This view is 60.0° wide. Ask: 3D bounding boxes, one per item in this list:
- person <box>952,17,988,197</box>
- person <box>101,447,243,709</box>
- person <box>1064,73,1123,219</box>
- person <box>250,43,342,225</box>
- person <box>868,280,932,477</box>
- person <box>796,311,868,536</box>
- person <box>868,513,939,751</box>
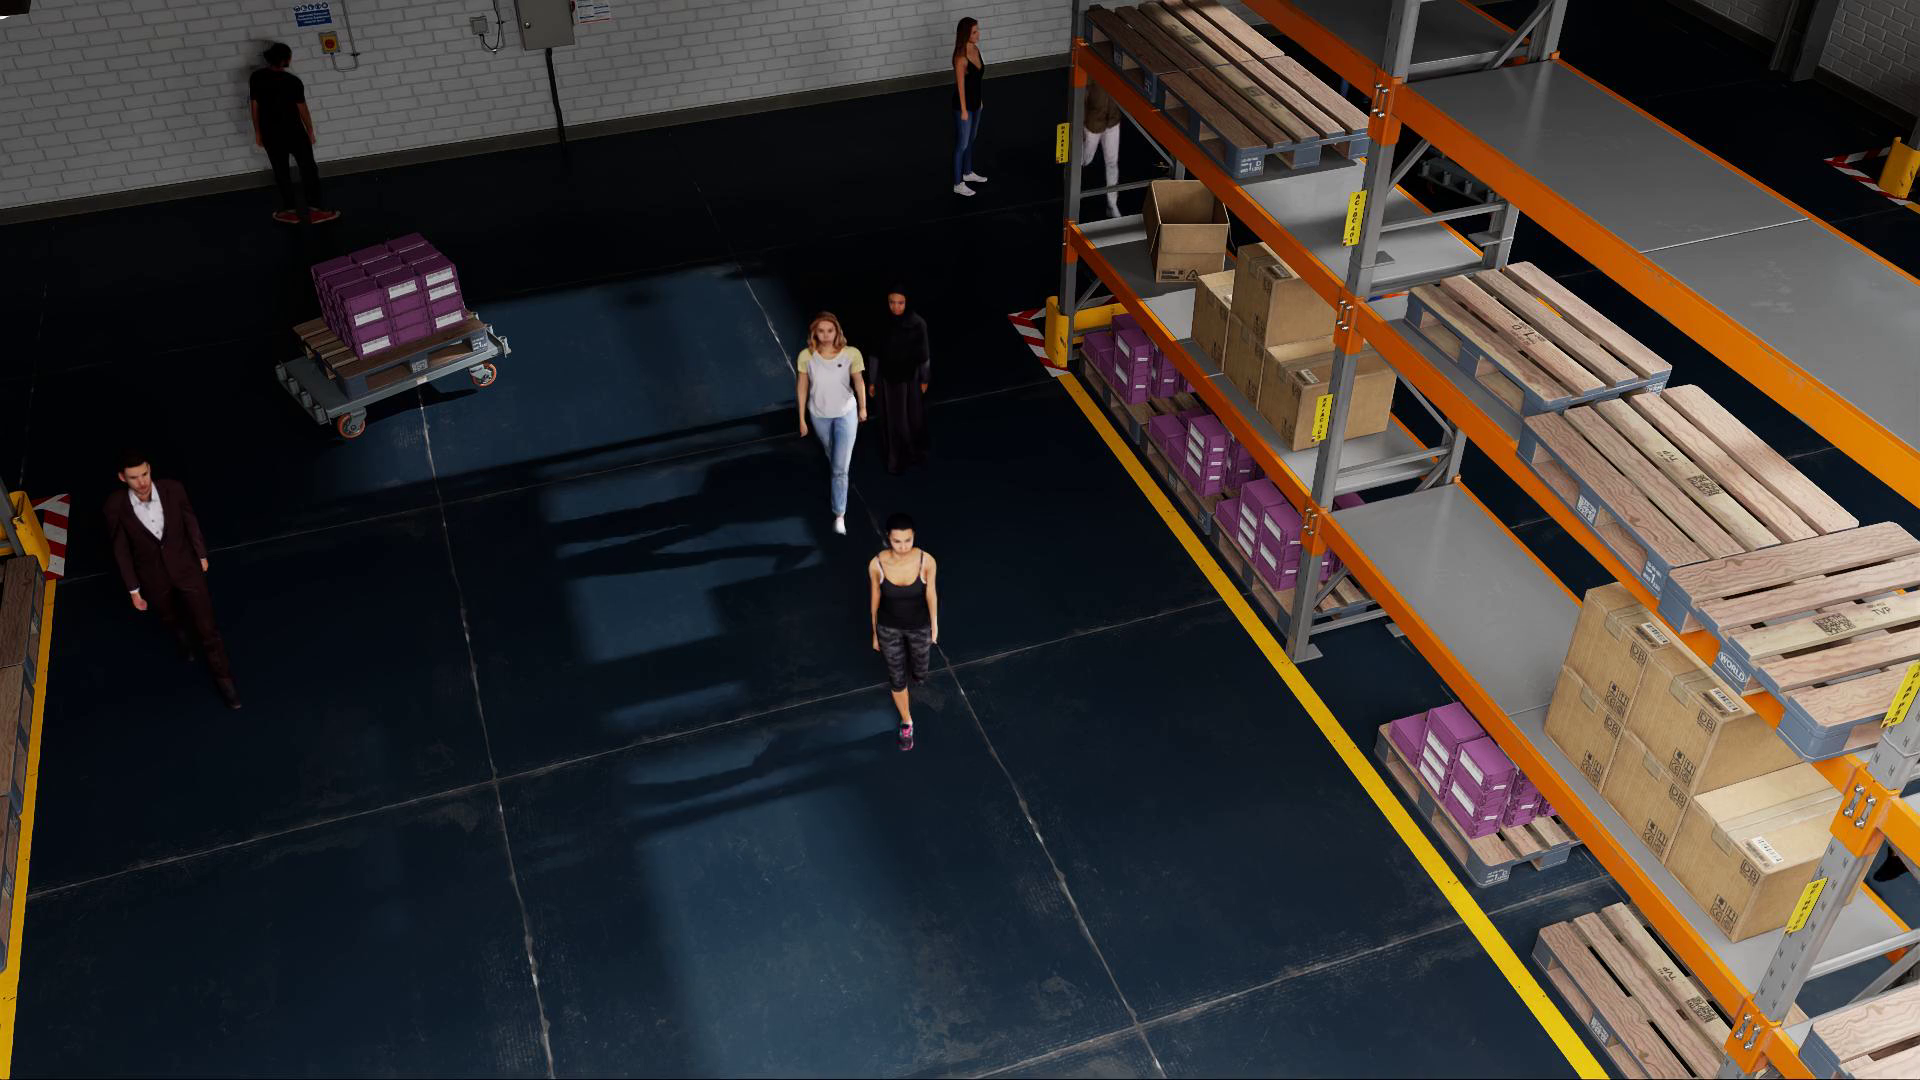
[{"bbox_3d":[0.069,-4.217,16.098,0.731,1.723,0.666,15,41,18],"label":"person"},{"bbox_3d":[-5.037,0.161,10.518,0.812,1.844,1.249,-19,42,-22],"label":"person"},{"bbox_3d":[1.272,-3.956,15.710,0.857,1.798,1.195,-19,42,-22],"label":"person"},{"bbox_3d":[-6.360,-3.767,15.532,0.858,1.726,0.646,-14,41,-17],"label":"person"},{"bbox_3d":[-0.445,-1.258,12.484,0.784,1.609,0.858,7,39,9],"label":"person"},{"bbox_3d":[-0.924,-0.938,12.032,0.907,1.672,1.224,0,39,0],"label":"person"},{"bbox_3d":[-0.342,0.479,10.226,0.734,1.712,0.960,-1,39,-1],"label":"person"}]
